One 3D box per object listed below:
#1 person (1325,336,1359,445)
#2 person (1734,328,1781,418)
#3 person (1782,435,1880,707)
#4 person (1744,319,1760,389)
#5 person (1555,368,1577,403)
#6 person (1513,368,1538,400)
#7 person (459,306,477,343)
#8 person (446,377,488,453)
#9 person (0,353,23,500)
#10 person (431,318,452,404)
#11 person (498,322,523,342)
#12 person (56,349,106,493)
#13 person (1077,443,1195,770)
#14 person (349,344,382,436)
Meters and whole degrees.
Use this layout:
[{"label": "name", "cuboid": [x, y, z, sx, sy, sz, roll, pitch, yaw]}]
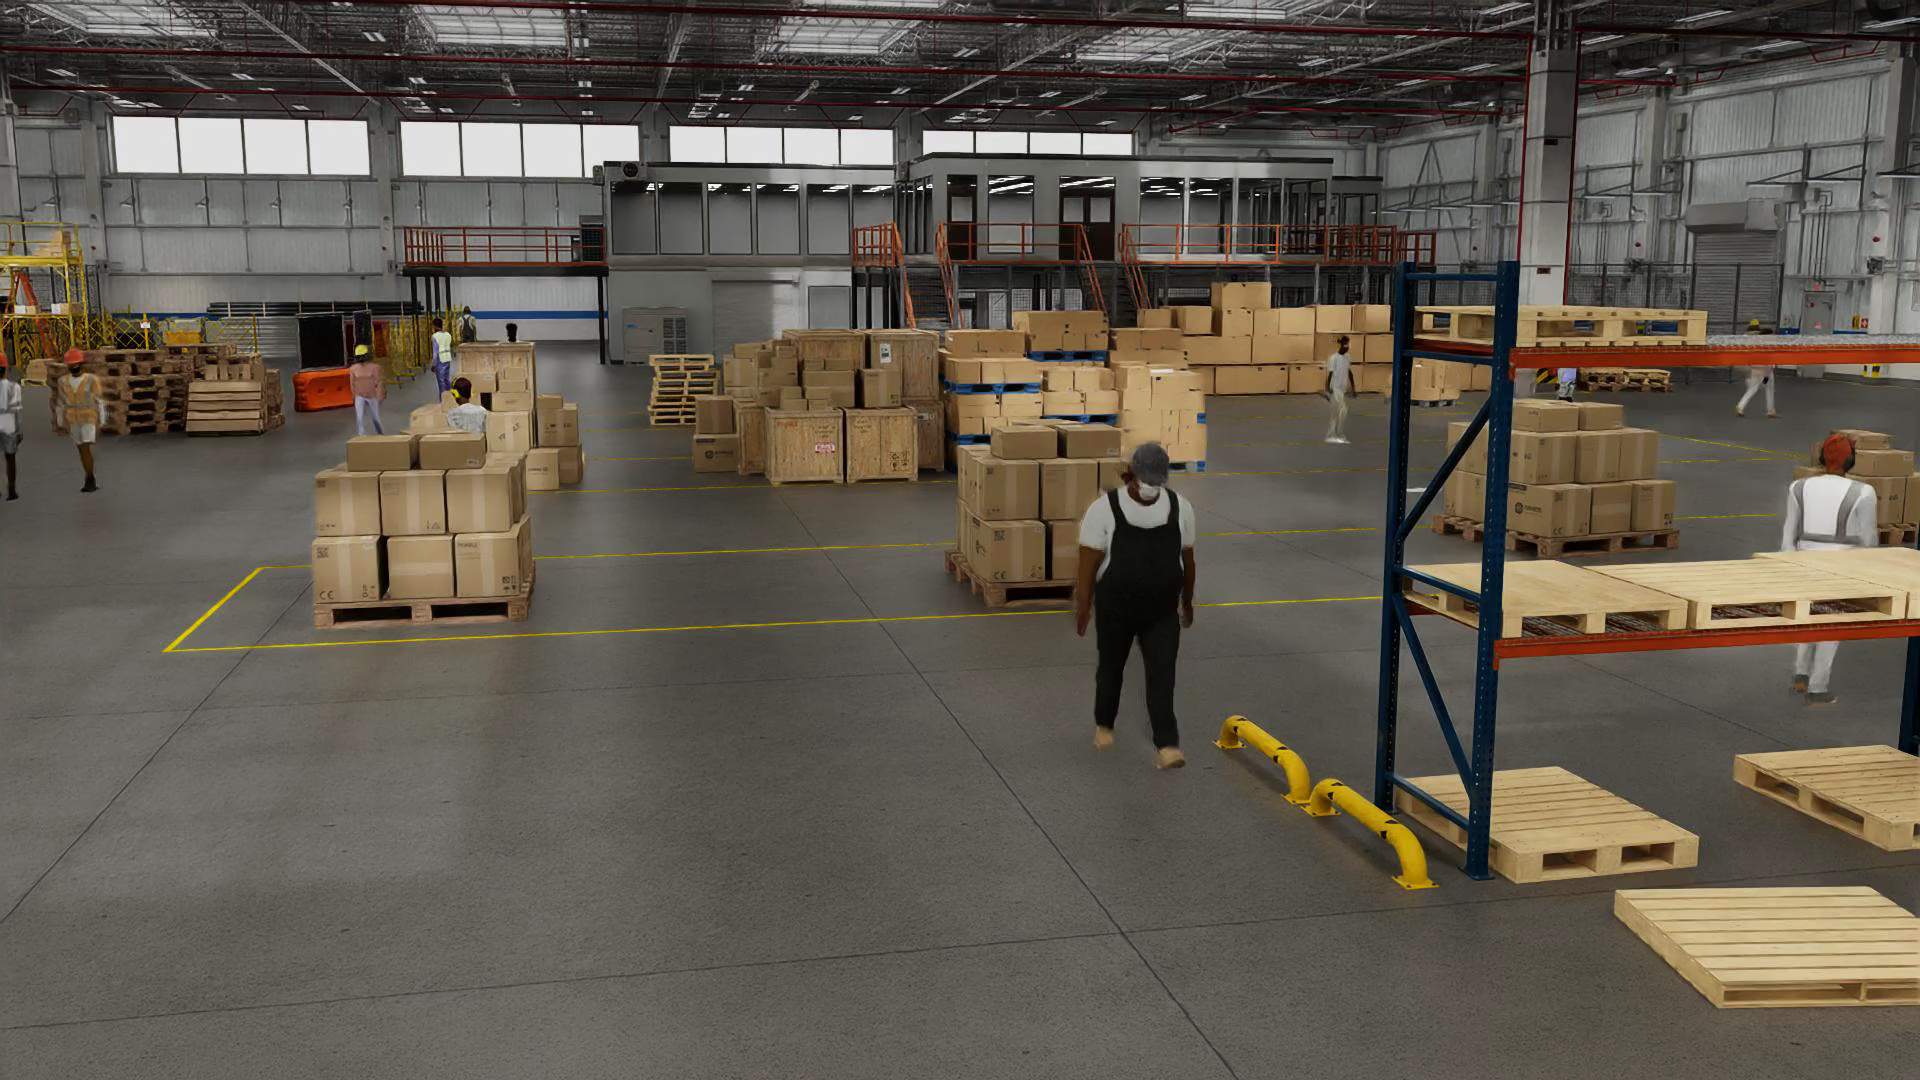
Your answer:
[{"label": "person", "cuboid": [6.533, -2.534, 28.248, 0.542, 1.842, 0.760, -9, 13, -44]}, {"label": "person", "cuboid": [15.971, -3.332, 33.203, 0.862, 1.811, 0.627, -2, 9, -11]}, {"label": "person", "cuboid": [5.981, 0.213, 11.421, 0.524, 1.868, 0.587, -6, 11, -33]}, {"label": "person", "cuboid": [19.512, -4.570, 40.972, 0.422, 1.729, 0.506, -8, 12, -39]}, {"label": "person", "cuboid": [11.064, -2.941, 30.418, 0.549, 1.937, 0.358, -8, 12, -41]}, {"label": "person", "cuboid": [8.599, -2.161, 25.758, 0.639, 1.912, 0.870, -1, 9, -7]}, {"label": "person", "cuboid": [-14.810, -6.124, 50.096, 0.506, 1.847, 0.344, 0, 9, -1]}, {"label": "person", "cuboid": [-5.174, -0.775, 17.441, 0.329, 1.865, 0.515, 6, 11, 34]}, {"label": "person", "cuboid": [-12.320, -1.442, 21.340, 0.559, 1.914, 0.541, -4, 10, -21]}, {"label": "person", "cuboid": [-11.153, -3.811, 35.791, 0.392, 1.915, 0.590, 3, 10, 17]}, {"label": "person", "cuboid": [-8.787, -3.314, 32.705, 0.624, 1.943, 0.858, 0, 9, -3]}, {"label": "person", "cuboid": [-11.744, -1.572, 22.127, 0.568, 1.910, 0.710, 0, 9, 0]}, {"label": "person", "cuboid": [1.078, 0.345, 10.075, 0.757, 2.000, 1.041, -1, 9, -6]}, {"label": "person", "cuboid": [-9.840, -2.389, 27.615, 0.524, 1.747, 0.690, -1, 9, -8]}]
